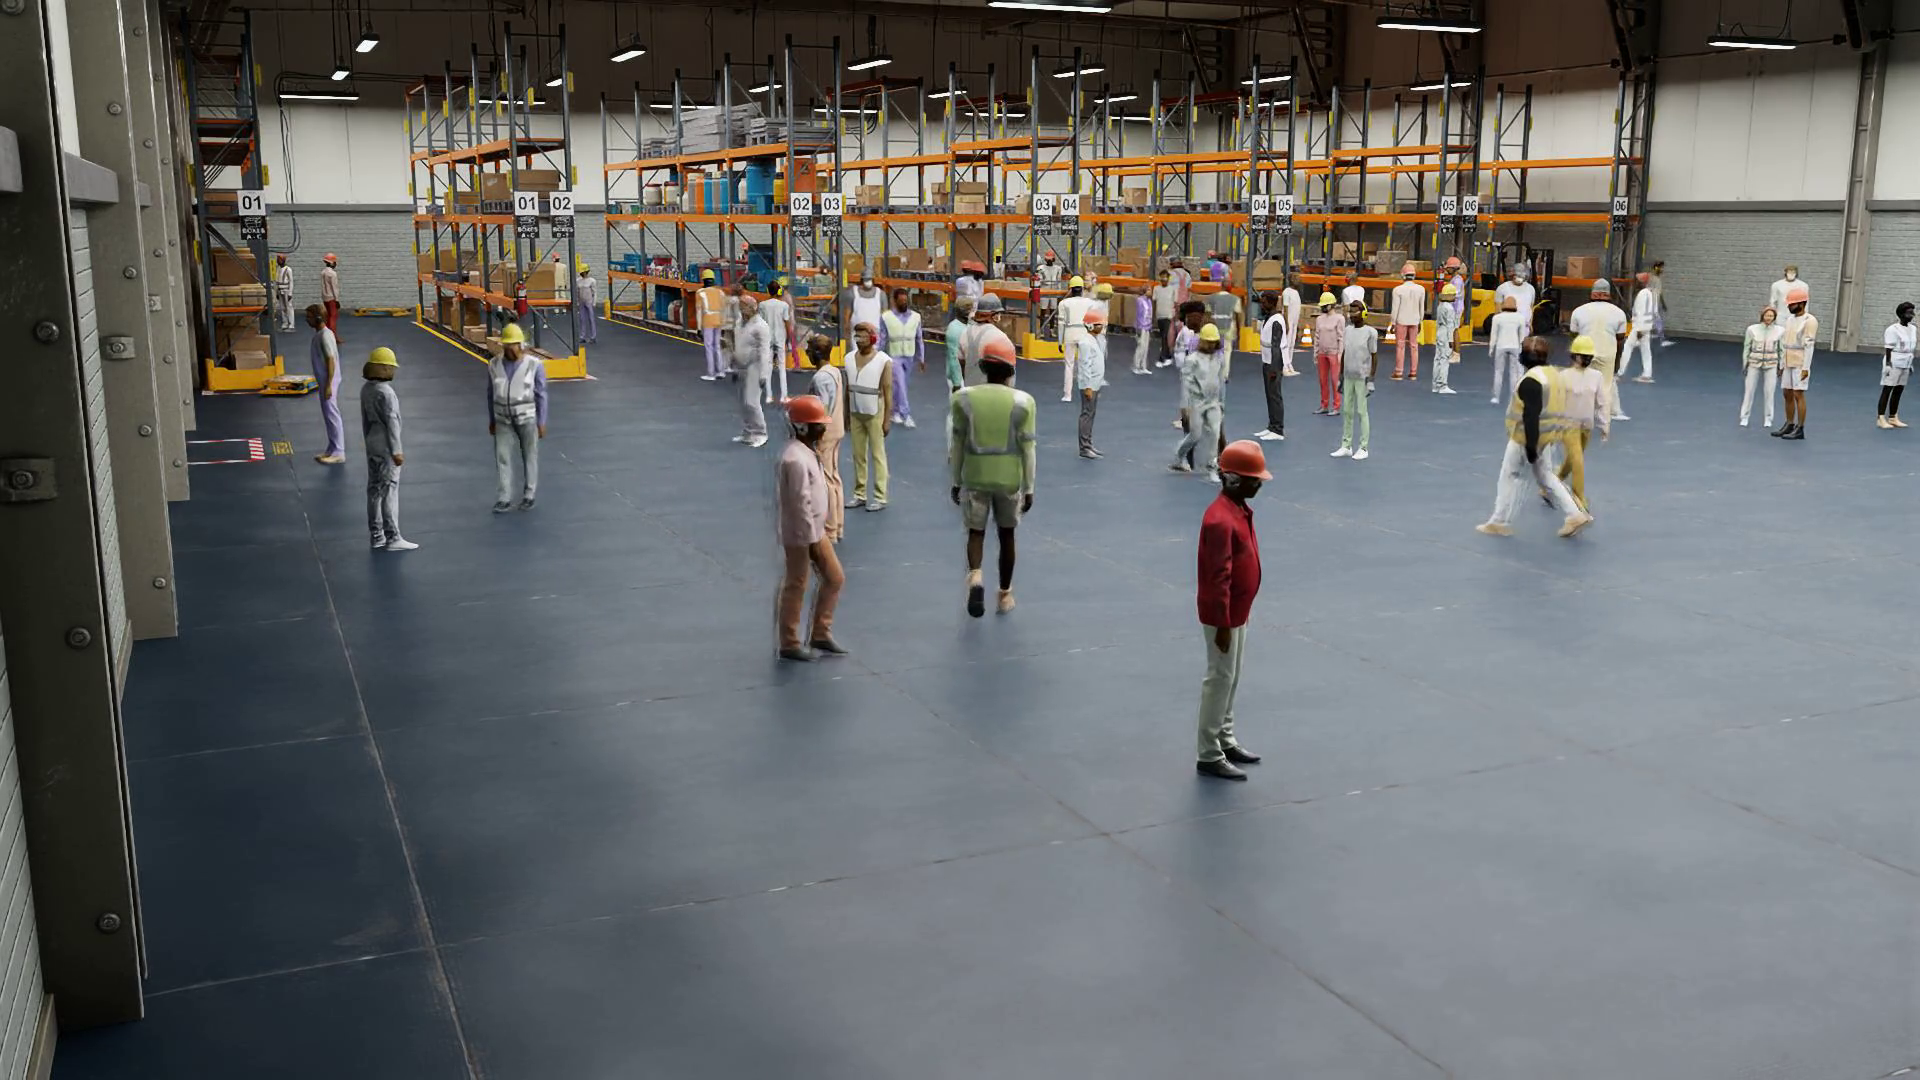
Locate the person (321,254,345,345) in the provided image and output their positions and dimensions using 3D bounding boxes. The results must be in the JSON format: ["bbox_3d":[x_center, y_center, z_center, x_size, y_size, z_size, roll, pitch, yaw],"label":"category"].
[{"bbox_3d":[-13.762,-5.268,36.456,0.407,1.987,0.620,-10,15,-42],"label":"person"}]

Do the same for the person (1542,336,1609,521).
[{"bbox_3d":[5.880,-1.095,15.913,0.536,1.730,0.884,-4,12,-19],"label":"person"}]

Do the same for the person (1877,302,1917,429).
[{"bbox_3d":[12.557,-2.331,22.254,0.536,1.696,0.322,-5,12,-25],"label":"person"}]

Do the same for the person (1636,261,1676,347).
[{"bbox_3d":[15.053,-5.061,35.793,0.928,1.818,0.532,9,14,38],"label":"person"}]

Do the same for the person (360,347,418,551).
[{"bbox_3d":[-4.922,-0.779,14.269,0.484,1.735,0.311,10,15,41],"label":"person"}]

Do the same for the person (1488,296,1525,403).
[{"bbox_3d":[8.281,-2.880,25.204,0.502,1.633,0.287,1,11,7],"label":"person"}]

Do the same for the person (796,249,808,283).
[{"bbox_3d":[-5.066,-8.280,52.386,0.573,1.738,0.355,-2,11,-12],"label":"person"}]

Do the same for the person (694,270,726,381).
[{"bbox_3d":[-4.308,-3.707,28.747,0.586,1.896,0.530,-8,14,-36],"label":"person"}]

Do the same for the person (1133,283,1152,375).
[{"bbox_3d":[3.281,-3.789,29.828,0.310,1.637,0.515,6,13,27],"label":"person"}]

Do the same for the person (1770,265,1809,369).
[{"bbox_3d":[15.364,-4.129,30.849,0.651,1.928,0.468,5,12,26],"label":"person"}]

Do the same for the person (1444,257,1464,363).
[{"bbox_3d":[9.480,-4.419,32.025,0.419,2.034,0.605,2,11,11],"label":"person"}]

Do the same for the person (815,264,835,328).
[{"bbox_3d":[-3.368,-6.099,41.626,0.513,1.608,0.687,-5,12,-26],"label":"person"}]

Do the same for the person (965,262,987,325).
[{"bbox_3d":[0.329,-4.470,32.546,0.402,1.920,0.565,7,13,34],"label":"person"}]

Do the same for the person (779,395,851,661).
[{"bbox_3d":[-0.916,-0.062,10.614,0.598,1.726,0.582,1,11,7],"label":"person"}]

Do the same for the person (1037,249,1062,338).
[{"bbox_3d":[2.061,-5.656,38.278,0.609,2.040,0.394,-3,12,-15],"label":"person"}]

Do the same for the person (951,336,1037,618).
[{"bbox_3d":[0.226,-0.426,11.748,0.630,2.023,0.712,2,11,8],"label":"person"}]

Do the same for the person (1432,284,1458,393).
[{"bbox_3d":[7.804,-3.226,26.688,0.295,1.744,0.488,-2,11,-8],"label":"person"}]

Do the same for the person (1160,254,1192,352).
[{"bbox_3d":[4.464,-4.955,34.713,0.685,2.000,0.535,-8,14,-36],"label":"person"}]

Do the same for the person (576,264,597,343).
[{"bbox_3d":[-8.304,-5.242,36.895,0.524,1.759,0.328,4,12,20],"label":"person"}]

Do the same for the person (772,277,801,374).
[{"bbox_3d":[-3.209,-3.832,29.783,0.783,1.733,0.541,-3,12,-16],"label":"person"}]

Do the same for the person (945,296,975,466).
[{"bbox_3d":[0.017,-1.824,19.063,0.355,1.937,0.634,3,12,15],"label":"person"}]

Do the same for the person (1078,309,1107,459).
[{"bbox_3d":[1.562,-1.843,19.625,0.327,1.752,0.562,3,11,13],"label":"person"}]

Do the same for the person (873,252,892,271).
[{"bbox_3d":[-1.993,-6.722,44.192,0.713,1.849,0.920,-4,12,-18],"label":"person"}]

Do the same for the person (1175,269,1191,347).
[{"bbox_3d":[4.754,-4.933,35.505,0.319,1.688,0.538,-2,11,-9],"label":"person"}]

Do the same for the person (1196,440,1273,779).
[{"bbox_3d":[1.399,0.352,8.515,0.355,1.740,0.573,4,12,20],"label":"person"}]

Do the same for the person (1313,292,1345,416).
[{"bbox_3d":[5.255,-2.654,23.756,0.342,1.753,0.534,-8,14,-36],"label":"person"}]

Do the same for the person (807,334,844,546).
[{"bbox_3d":[-1.179,-0.864,14.425,0.329,1.842,0.518,2,11,12],"label":"person"}]

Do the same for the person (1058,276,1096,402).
[{"bbox_3d":[1.779,-3.064,25.428,0.586,1.917,0.402,-1,11,-7],"label":"person"}]

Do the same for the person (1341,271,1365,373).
[{"bbox_3d":[7.057,-3.915,29.946,0.563,1.838,0.390,-10,15,-41],"label":"person"}]

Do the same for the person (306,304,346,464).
[{"bbox_3d":[-7.313,-1.799,19.178,0.327,1.842,0.511,-6,13,-27],"label":"person"}]

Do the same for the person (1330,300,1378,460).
[{"bbox_3d":[4.644,-1.882,19.533,0.318,1.870,0.531,-9,14,-38],"label":"person"}]

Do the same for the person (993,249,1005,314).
[{"bbox_3d":[0.974,-6.684,43.791,0.591,1.927,0.366,-9,15,-40],"label":"person"}]
